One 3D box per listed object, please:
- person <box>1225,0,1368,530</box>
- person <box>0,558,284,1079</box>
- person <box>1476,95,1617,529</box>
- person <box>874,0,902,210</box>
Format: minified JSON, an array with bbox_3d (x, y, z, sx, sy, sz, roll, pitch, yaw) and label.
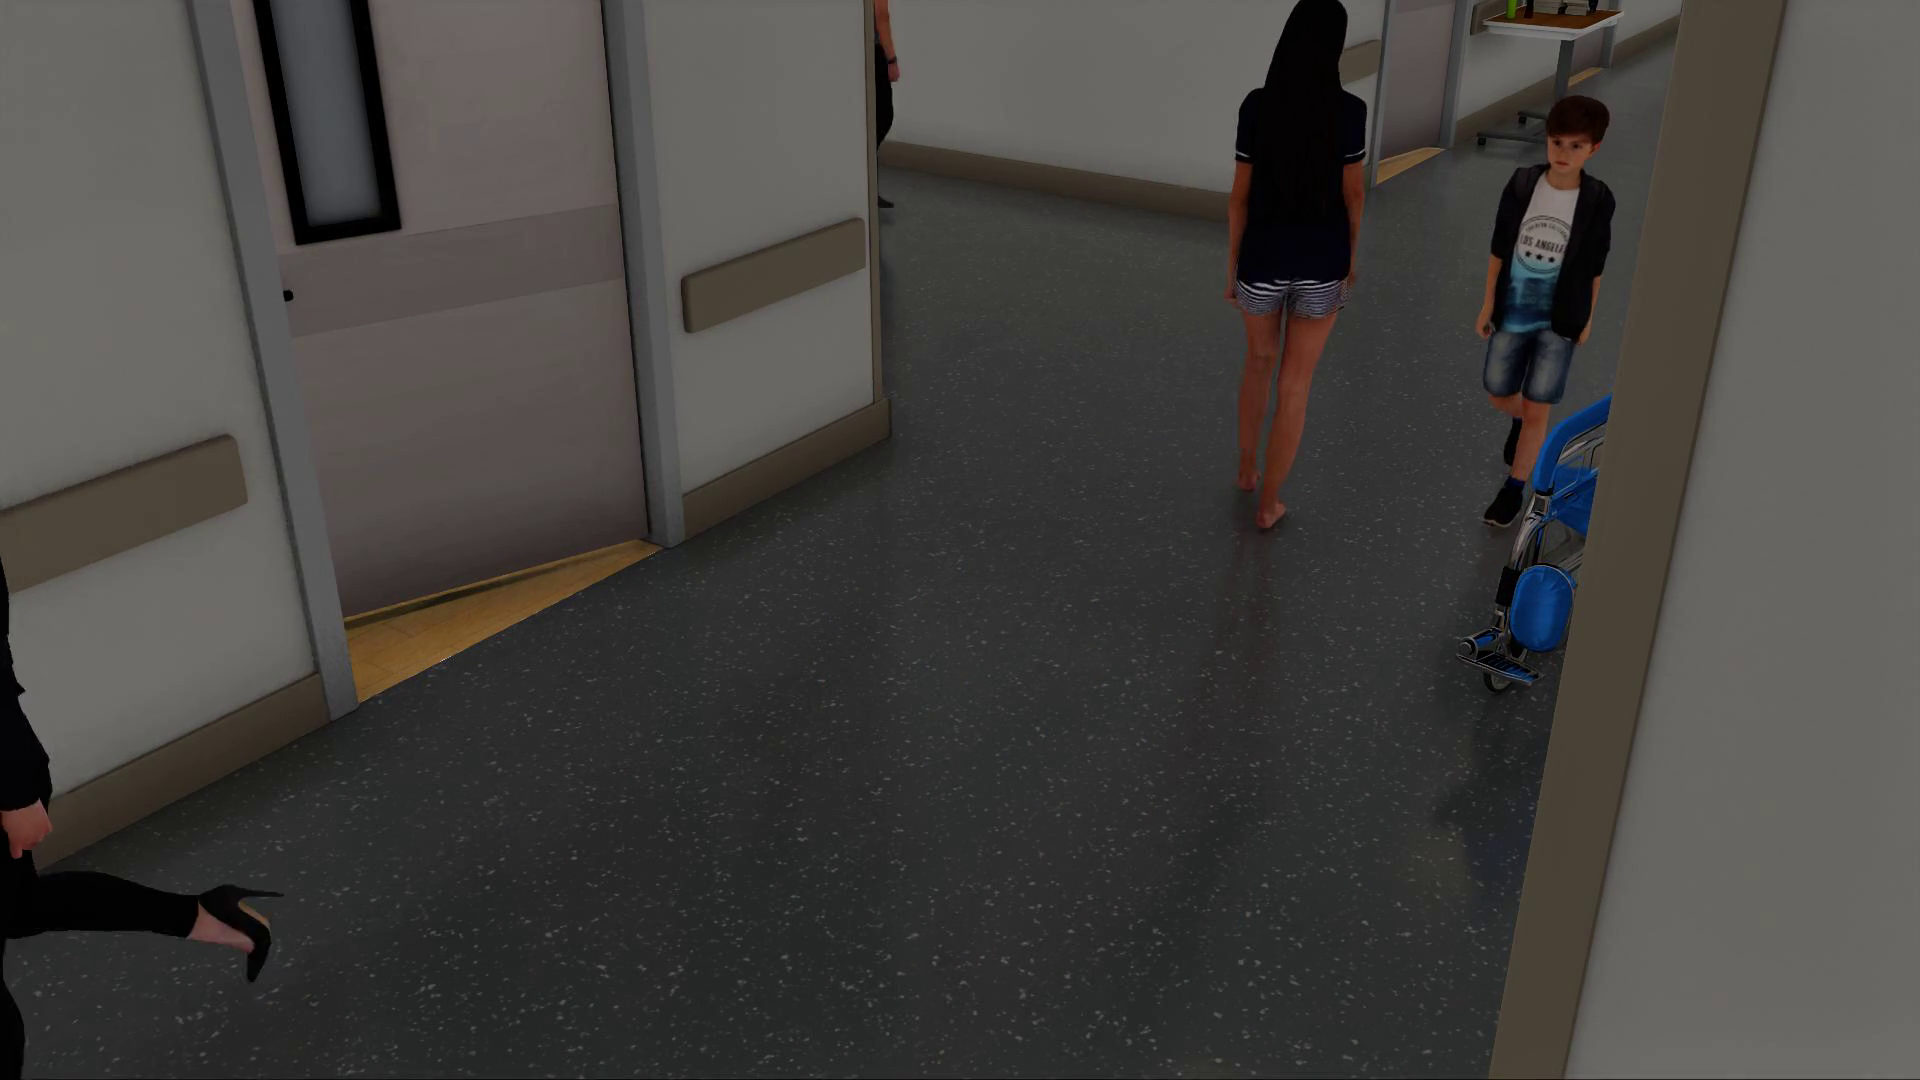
[{"bbox_3d":[1.065,-0.835,5.405,0.643,1.747,0.702,9,27,17],"label":"person"},{"bbox_3d":[-1.658,0.397,2.914,0.609,1.692,0.977,18,31,33],"label":"person"},{"bbox_3d":[1.984,-0.791,5.679,0.531,1.430,0.893,15,30,29],"label":"person"},{"bbox_3d":[-0.619,-2.798,9.497,0.883,1.728,0.718,18,31,33],"label":"person"}]
